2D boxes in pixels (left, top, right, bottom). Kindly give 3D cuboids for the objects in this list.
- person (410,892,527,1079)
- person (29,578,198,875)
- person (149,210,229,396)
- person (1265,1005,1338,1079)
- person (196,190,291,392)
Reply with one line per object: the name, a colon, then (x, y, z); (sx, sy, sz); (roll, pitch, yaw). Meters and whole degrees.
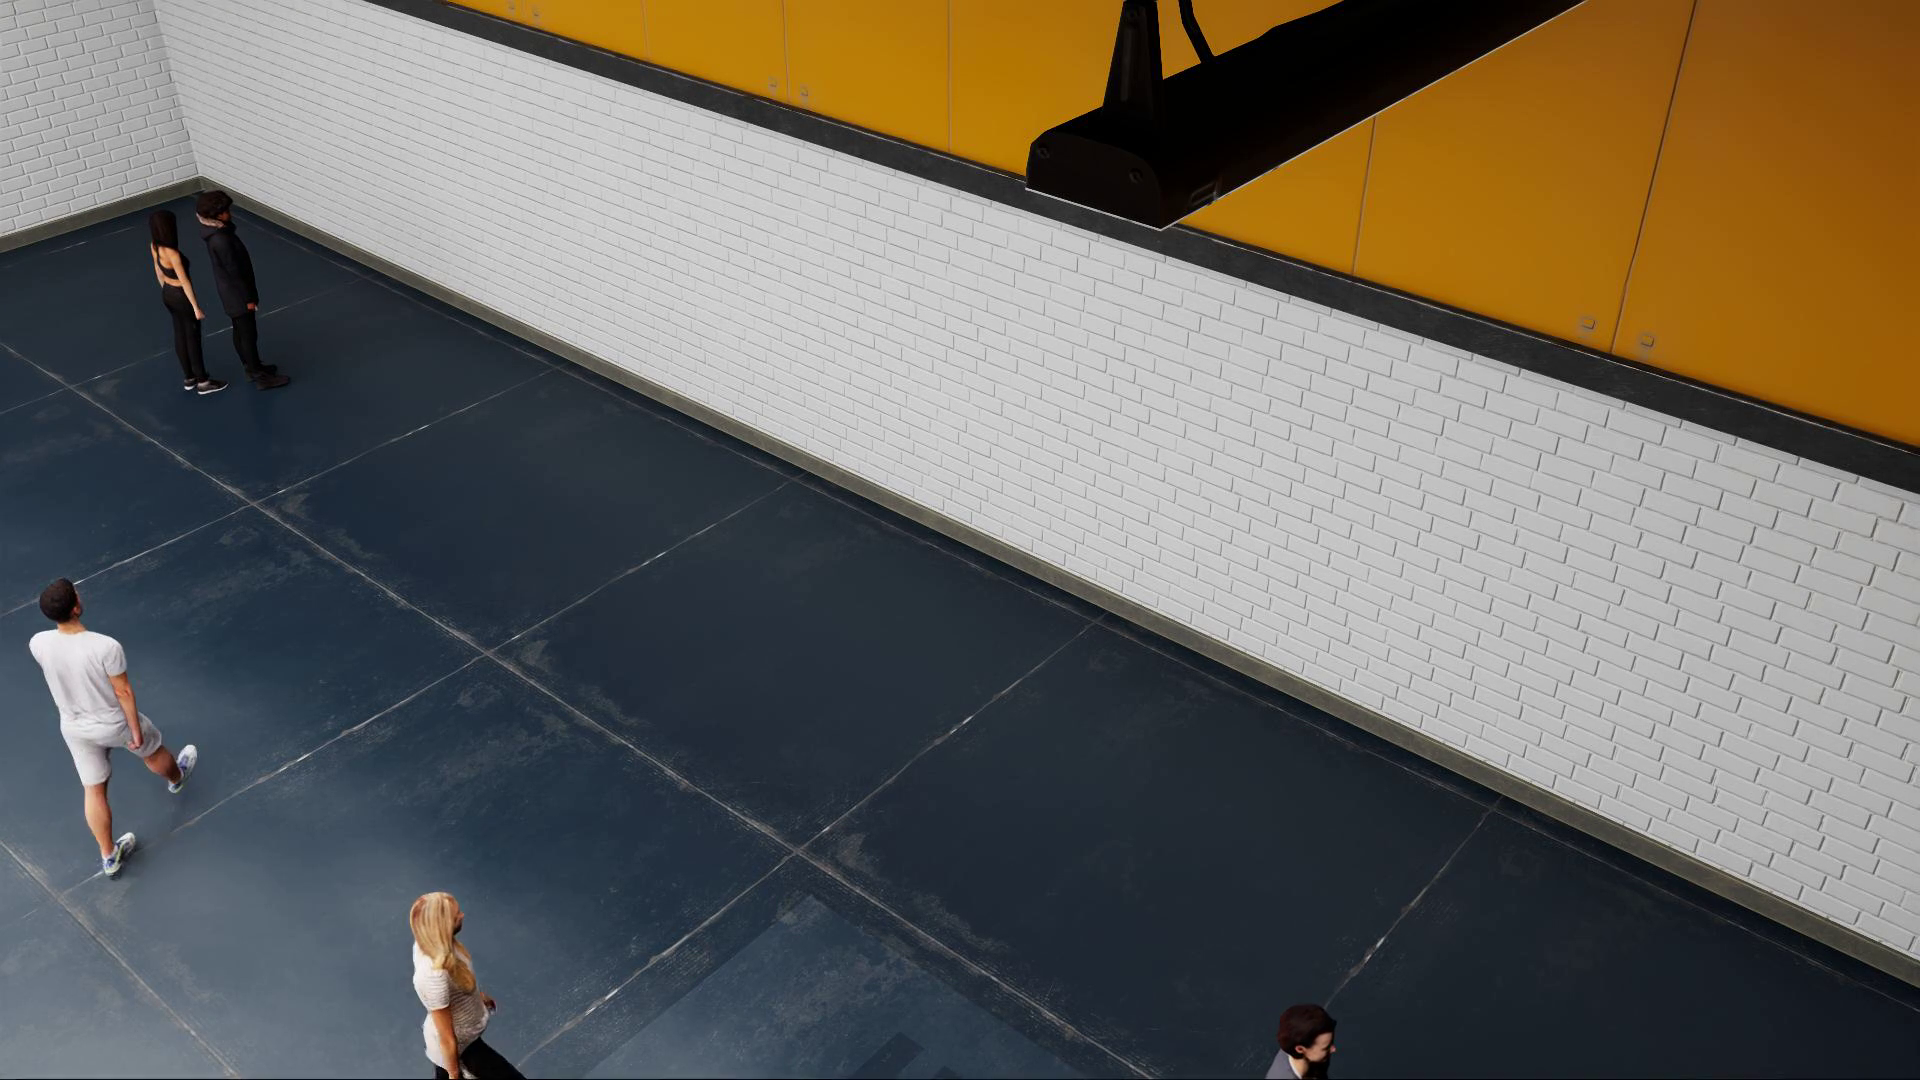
person: (-2.379, 2.312, 7.545); (0.954, 1.804, 0.789); (-17, 37, -24)
person: (-4.905, 1.087, 9.389); (1.152, 1.805, 1.262); (0, 34, 0)
person: (-6.685, -2.040, 14.242); (0.581, 1.641, 0.514); (22, 39, 29)
person: (1.368, 2.617, 7.121); (0.713, 1.767, 0.544); (14, 36, 20)
person: (-6.209, -2.135, 14.260); (0.677, 1.778, 0.674); (-22, 40, -30)
